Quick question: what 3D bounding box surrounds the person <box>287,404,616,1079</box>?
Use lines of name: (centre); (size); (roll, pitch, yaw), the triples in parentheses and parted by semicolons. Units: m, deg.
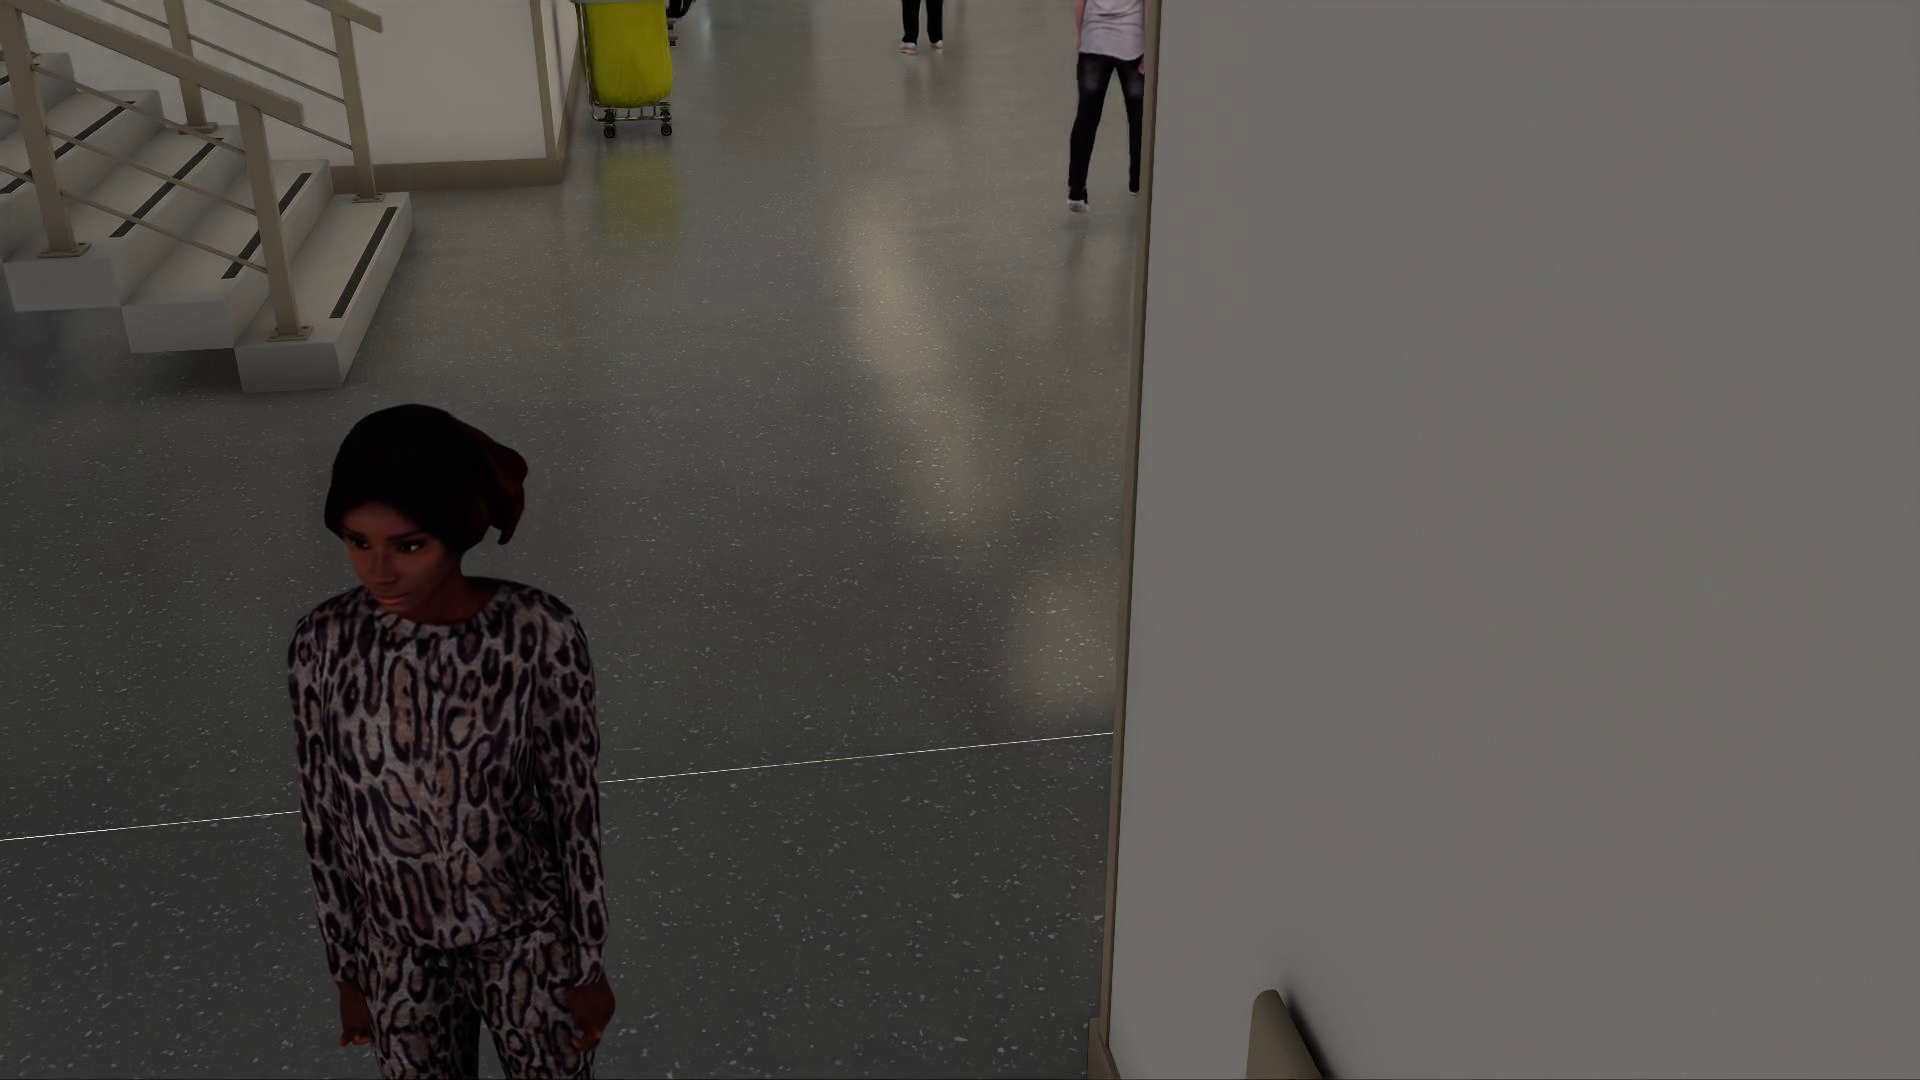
person: (-0.715, 0.603, 2.463); (0.539, 1.717, 0.674); (1, 26, 1)

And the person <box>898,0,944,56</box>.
person: (-0.325, -5.032, 14.186); (0.630, 1.686, 0.770); (-11, 28, -21)

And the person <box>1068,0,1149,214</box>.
person: (0.822, -2.692, 9.209); (1.265, 1.794, 1.114); (7, 27, 15)
